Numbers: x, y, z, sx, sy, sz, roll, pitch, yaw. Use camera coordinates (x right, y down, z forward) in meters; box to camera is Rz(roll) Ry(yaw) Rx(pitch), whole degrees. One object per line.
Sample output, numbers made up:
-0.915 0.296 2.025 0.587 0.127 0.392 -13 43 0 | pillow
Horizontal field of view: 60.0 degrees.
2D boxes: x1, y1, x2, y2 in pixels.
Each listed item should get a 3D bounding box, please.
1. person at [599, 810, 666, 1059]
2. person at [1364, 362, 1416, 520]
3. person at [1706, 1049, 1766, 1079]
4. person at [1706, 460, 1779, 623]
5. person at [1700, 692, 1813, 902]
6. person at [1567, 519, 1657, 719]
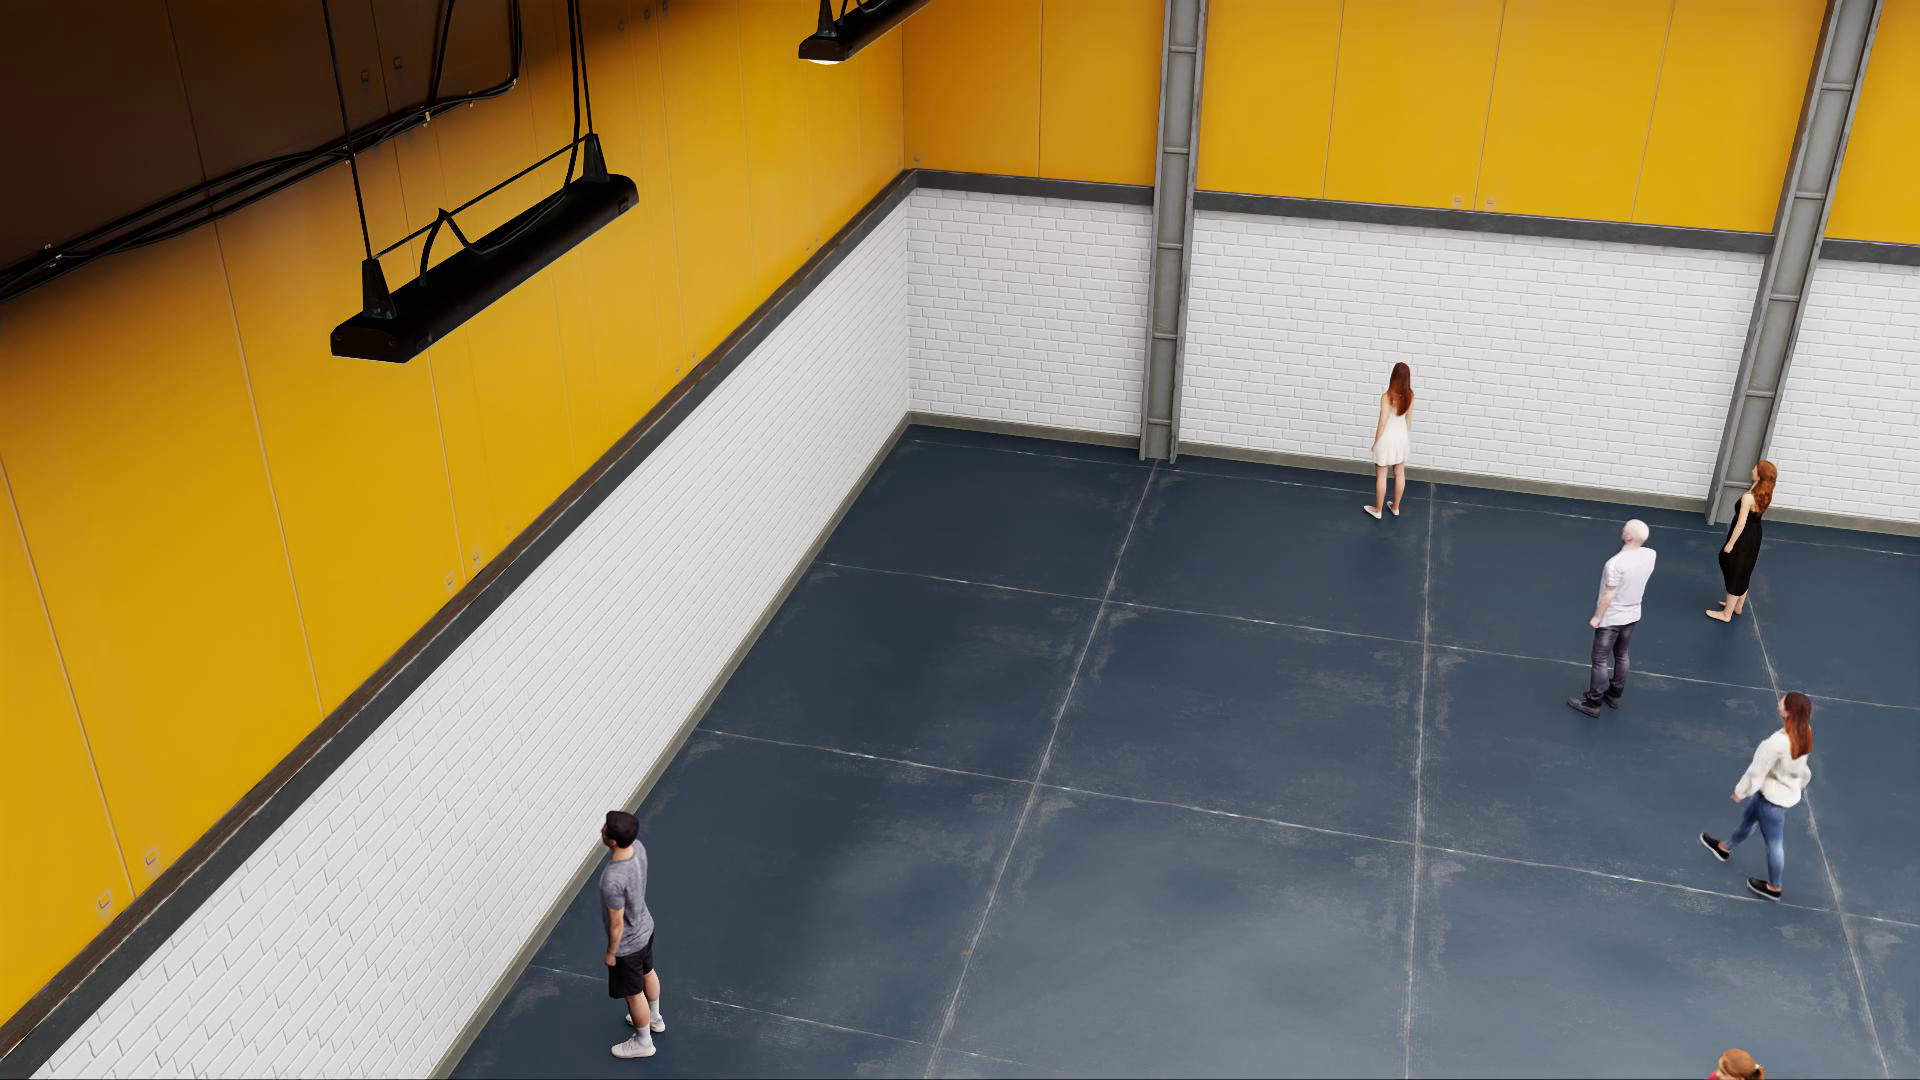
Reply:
-2.082 2.489 10.548 0.564 1.871 0.662 5 29 10 | person
4.469 -1.035 17.174 0.619 1.712 0.706 -9 30 -15 | person
4.366 3.404 9.457 0.631 1.308 0.607 -6 29 -10 | person
7.259 0.003 15.362 0.676 1.625 0.724 -20 35 -32 | person
5.906 1.871 11.896 0.972 1.664 1.065 -19 34 -31 | person
5.527 0.640 13.978 0.747 1.833 0.808 -15 32 -26 | person
